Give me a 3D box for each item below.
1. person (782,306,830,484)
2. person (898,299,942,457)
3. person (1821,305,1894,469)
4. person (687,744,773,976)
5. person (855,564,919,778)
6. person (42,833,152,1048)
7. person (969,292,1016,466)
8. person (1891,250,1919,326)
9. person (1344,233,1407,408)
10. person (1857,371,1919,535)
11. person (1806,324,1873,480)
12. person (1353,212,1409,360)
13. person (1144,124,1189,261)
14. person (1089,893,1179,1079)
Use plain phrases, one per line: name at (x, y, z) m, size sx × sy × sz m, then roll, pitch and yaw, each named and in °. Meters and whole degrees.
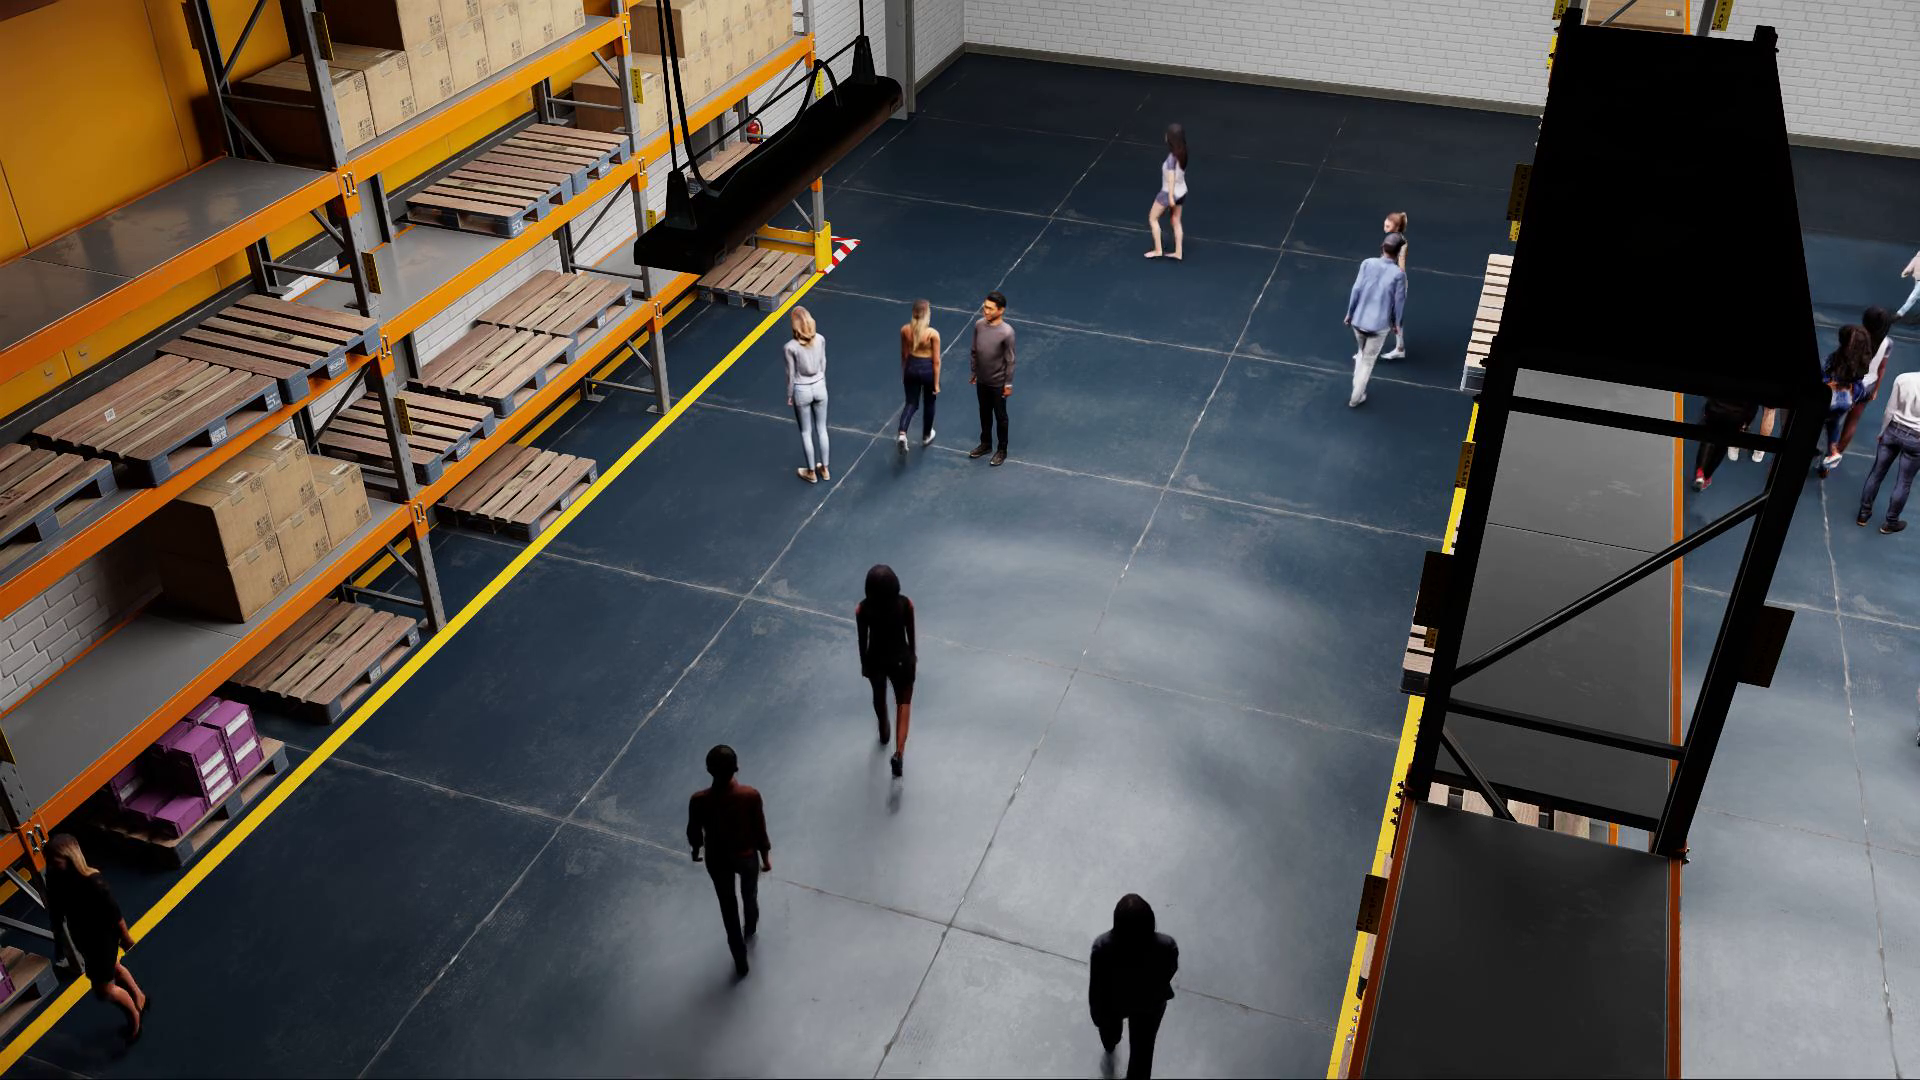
person at (-1.427, -1.372, 15.729) m, size 0.664 × 1.788 × 0.738 m, roll -18°, pitch 37°, yaw -25°
person at (-0.409, -1.551, 16.158) m, size 0.557 × 1.611 × 0.959 m, roll 12°, pitch 35°, yaw 17°
person at (8.505, -1.404, 15.843) m, size 0.648 × 1.716 × 0.853 m, roll 11°, pitch 35°, yaw 16°
person at (-1.442, 2.081, 10.555) m, size 0.881 × 1.765 × 0.968 m, roll -5°, pitch 34°, yaw -7°
person at (-0.524, 0.970, 12.269) m, size 0.846 × 1.718 × 1.119 m, roll -1°, pitch 34°, yaw -1°
person at (-5.232, 2.383, 10.192) m, size 0.563 × 1.663 × 0.600 m, roll 13°, pitch 36°, yaw 19°
person at (0.328, -1.568, 16.043) m, size 0.707 × 1.768 × 0.645 m, roll 20°, pitch 39°, yaw 27°
person at (10.857, -2.938, 18.650) m, size 0.743 × 1.163 × 0.817 m, roll -2°, pitch 34°, yaw -3°
person at (4.144, -2.194, 16.897) m, size 0.796 × 1.864 × 0.844 m, roll 21°, pitch 39°, yaw 29°
person at (8.515, -0.922, 14.980) m, size 0.737 × 1.869 × 0.716 m, roll -26°, pitch 42°, yaw -33°
person at (8.269, -1.311, 15.790) m, size 0.710 × 1.620 × 0.692 m, roll 2°, pitch 34°, yaw 3°
person at (4.737, -2.708, 17.842) m, size 0.863 × 1.674 × 0.878 m, roll -5°, pitch 34°, yaw -8°
person at (2.636, -4.160, 20.009) m, size 0.725 × 1.693 × 0.663 m, roll 19°, pitch 38°, yaw 26°
person at (1.001, 2.748, 9.739) m, size 0.842 × 1.559 × 1.080 m, roll 3°, pitch 34°, yaw 4°
